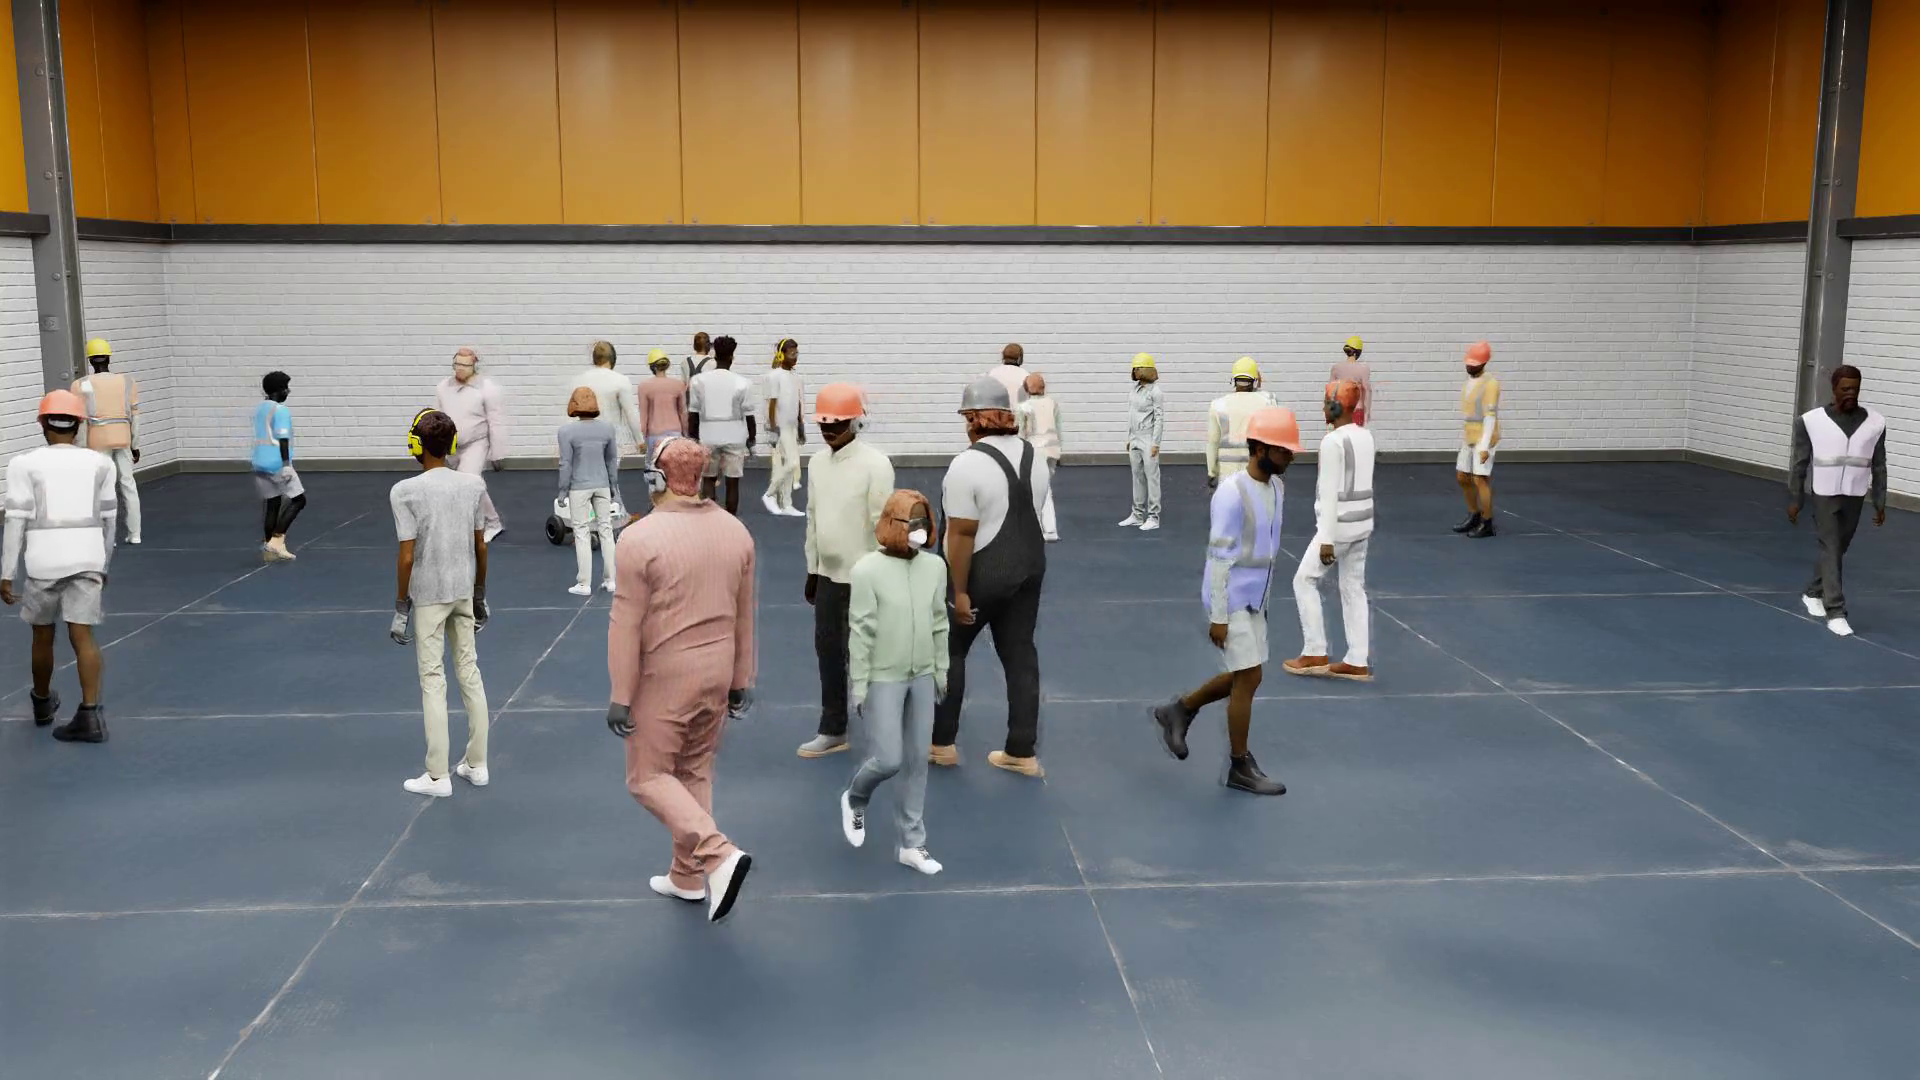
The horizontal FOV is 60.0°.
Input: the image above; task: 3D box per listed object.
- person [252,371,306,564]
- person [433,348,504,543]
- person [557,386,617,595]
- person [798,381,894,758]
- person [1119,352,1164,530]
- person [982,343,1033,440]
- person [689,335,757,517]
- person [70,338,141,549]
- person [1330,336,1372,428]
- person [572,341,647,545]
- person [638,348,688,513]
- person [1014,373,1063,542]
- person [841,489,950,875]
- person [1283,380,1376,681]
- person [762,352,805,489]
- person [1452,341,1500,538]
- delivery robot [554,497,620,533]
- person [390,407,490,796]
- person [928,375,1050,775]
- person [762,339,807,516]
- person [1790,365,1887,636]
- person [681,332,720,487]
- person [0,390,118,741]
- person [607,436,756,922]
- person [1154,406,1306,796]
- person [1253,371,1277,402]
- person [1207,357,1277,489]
[{"bbox_3d":[-5.913,-0.627,14.422,0.591,1.668,0.380,8,12,43],"label":"person"},{"bbox_3d":[-4.486,-0.828,15.179,0.644,1.853,1.040,4,10,24],"label":"person"},{"bbox_3d":[-2.918,-0.385,13.052,0.507,1.632,0.268,-8,12,-40],"label":"person"},{"bbox_3d":[-0.514,0.153,8.645,0.664,1.969,0.643,-8,12,-42],"label":"person"},{"bbox_3d":[1.800,-0.974,16.401,0.301,1.745,0.483,-5,11,-31],"label":"person"},{"bbox_3d":[0.489,-1.104,16.991,0.643,1.817,0.697,2,9,15],"label":"person"},{"bbox_3d":[-2.193,-0.916,15.377,0.643,1.953,0.436,0,9,1],"label":"person"},{"bbox_3d":[-7.819,-0.879,15.244,0.384,1.923,0.590,7,11,37],"label":"person"},{"bbox_3d":[4.730,-1.578,20.130,0.533,1.767,0.323,7,11,38],"label":"person"},{"bbox_3d":[-3.325,-0.915,15.623,0.629,1.881,1.084,5,11,31],"label":"person"},{"bbox_3d":[-3.093,-1.117,17.260,0.555,1.743,0.578,-4,10,-25],"label":"person"},{"bbox_3d":[0.740,-0.795,15.844,0.526,1.552,0.978,-5,10,-30],"label":"person"},{"bbox_3d":[-0.273,0.582,6.991,0.520,1.619,0.458,-7,12,-39],"label":"person"},{"bbox_3d":[2.283,-0.063,10.304,0.655,1.860,0.599,8,12,42],"label":"person"},{"bbox_3d":[-2.055,-1.393,19.382,0.500,1.633,0.285,-2,9,-12],"label":"person"},{"bbox_3d":[4.903,-0.946,15.763,0.525,1.890,0.569,-2,9,-15],"label":"person"},{"bbox_3d":[-3.443,-0.262,15.359,0.477,0.478,0.707,-8,12,-41],"label":"delivery robot"},{"bbox_3d":[-2.508,0.299,8.018,0.328,1.872,0.515,7,12,39],"label":"person"},{"bbox_3d":[0.093,0.147,8.433,0.692,2.000,0.838,-8,12,-41],"label":"person"},{"bbox_3d":[-1.765,-1.151,17.195,0.382,1.855,0.509,4,10,22],"label":"person"},{"bbox_3d":[6.274,-0.318,11.891,0.603,1.875,0.978,1,9,5],"label":"person"},{"bbox_3d":[-3.026,-1.516,19.526,0.514,1.839,0.339,3,9,17],"label":"person"},{"bbox_3d":[-4.897,0.133,9.041,0.639,1.871,0.851,-9,12,-43],"label":"person"},{"bbox_3d":[-1.034,0.545,6.415,0.639,1.887,0.660,7,11,38],"label":"person"},{"bbox_3d":[1.310,0.279,8.094,0.732,1.900,0.553,7,11,37],"label":"person"},{"bbox_3d":[2.831,-0.882,16.172,0.567,1.629,0.400,0,9,-1],"label":"person"},{"bbox_3d":[2.332,-0.592,13.726,0.600,1.831,0.404,1,9,6],"label":"person"}]
